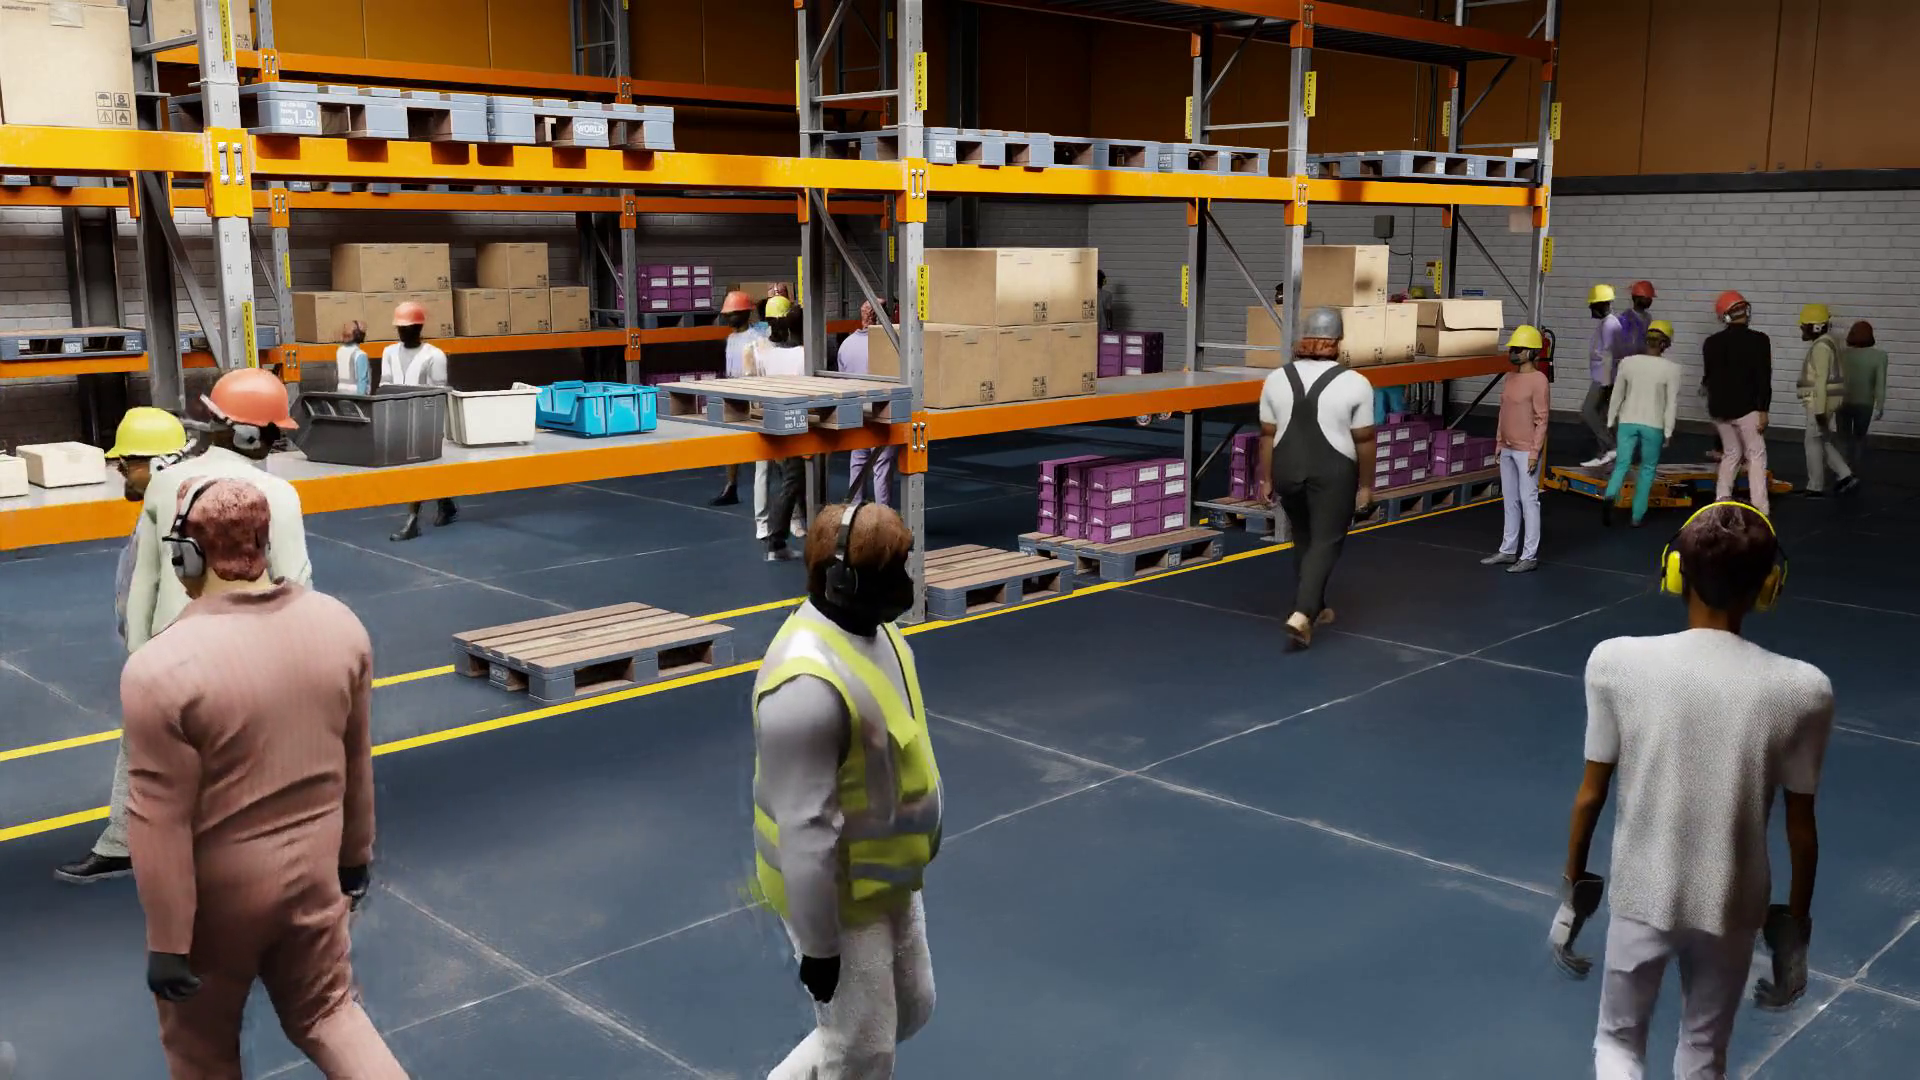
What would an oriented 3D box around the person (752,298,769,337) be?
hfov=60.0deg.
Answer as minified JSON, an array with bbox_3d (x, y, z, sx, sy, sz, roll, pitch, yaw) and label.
[{"bbox_3d":[-2.275,-1.963,19.298,0.517,1.681,0.547,-9,14,-42],"label":"person"}]

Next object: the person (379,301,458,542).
[{"bbox_3d":[-4.360,-0.987,13.445,0.547,1.896,0.979,3,11,18],"label":"person"}]

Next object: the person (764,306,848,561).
[{"bbox_3d":[-1.152,-0.808,12.516,0.611,1.877,0.954,10,14,44],"label":"person"}]

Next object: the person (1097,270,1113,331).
[{"bbox_3d":[2.152,-3.252,25.829,0.533,1.876,0.320,5,12,27],"label":"person"}]

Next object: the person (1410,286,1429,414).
[{"bbox_3d":[6.010,-2.477,21.962,0.493,1.743,0.295,-6,12,-30],"label":"person"}]

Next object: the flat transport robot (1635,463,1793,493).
[{"bbox_3d":[6.974,-0.579,15.628,1.431,0.197,0.652,-2,11,-8],"label":"flat transport robot"}]

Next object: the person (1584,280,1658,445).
[{"bbox_3d":[7.738,-2.072,19.376,0.551,1.902,0.929,-9,14,-40],"label":"person"}]

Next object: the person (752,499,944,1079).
[{"bbox_3d":[-0.287,0.799,3.881,0.497,1.822,0.647,2,11,12],"label":"person"}]

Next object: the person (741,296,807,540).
[{"bbox_3d":[-1.437,-0.970,13.238,0.586,1.930,0.357,-4,11,-22],"label":"person"}]

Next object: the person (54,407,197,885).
[{"bbox_3d":[-2.903,0.390,6.253,0.935,1.789,0.591,-8,13,-36],"label":"person"}]

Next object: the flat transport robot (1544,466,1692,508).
[{"bbox_3d":[5.992,-0.502,15.212,0.652,0.197,1.431,-2,11,-8],"label":"flat transport robot"}]

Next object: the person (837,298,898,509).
[{"bbox_3d":[-0.668,-0.973,13.320,0.648,1.907,0.409,9,14,40],"label":"person"}]

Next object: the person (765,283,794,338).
[{"bbox_3d":[-1.920,-1.799,17.841,0.407,1.902,0.639,0,10,-3],"label":"person"}]

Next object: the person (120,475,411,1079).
[{"bbox_3d":[-1.584,0.781,3.835,0.835,1.879,0.653,6,12,28],"label":"person"}]

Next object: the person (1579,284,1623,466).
[{"bbox_3d":[6.613,-1.681,17.174,0.431,1.907,0.593,4,11,22],"label":"person"}]

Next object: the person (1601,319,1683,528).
[{"bbox_3d":[5.500,-0.919,13.480,0.574,1.726,0.686,9,14,40],"label":"person"}]

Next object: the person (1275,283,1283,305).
[{"bbox_3d":[3.761,-2.024,19.183,0.316,1.861,0.514,0,10,0],"label":"person"}]

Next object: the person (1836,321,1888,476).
[{"bbox_3d":[8.612,-1.311,16.026,0.514,1.590,0.856,5,12,25],"label":"person"}]

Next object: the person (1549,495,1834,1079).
[{"bbox_3d":[1.586,0.832,3.650,0.540,1.842,0.535,4,11,20],"label":"person"}]

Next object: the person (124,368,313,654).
[{"bbox_3d":[-2.552,0.386,5.782,0.636,1.943,0.734,4,11,23],"label":"person"}]

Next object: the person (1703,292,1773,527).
[{"bbox_3d":[6.464,-1.076,13.814,0.404,1.936,0.692,-5,11,-25],"label":"person"}]

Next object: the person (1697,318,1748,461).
[{"bbox_3d":[8.060,-1.592,17.408,0.534,1.651,0.871,-1,10,-8],"label":"person"}]

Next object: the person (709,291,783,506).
[{"bbox_3d":[-1.883,-1.272,14.917,0.808,1.917,0.549,-10,14,-42],"label":"person"}]

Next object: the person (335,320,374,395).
[{"bbox_3d":[-5.822,-1.329,16.111,0.514,1.593,0.865,8,13,37],"label":"person"}]

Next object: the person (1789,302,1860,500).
[{"bbox_3d":[7.842,-1.250,15.122,0.574,1.803,0.619,7,13,34],"label":"person"}]

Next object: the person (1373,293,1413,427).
[{"bbox_3d":[4.372,-1.582,16.850,0.457,1.823,0.596,-7,13,-35],"label":"person"}]

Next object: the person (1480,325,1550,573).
[{"bbox_3d":[4.013,-0.652,11.943,0.308,1.772,0.525,-3,11,-14],"label":"person"}]

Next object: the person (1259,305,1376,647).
[{"bbox_3d":[2.106,-0.408,9.869,0.688,2.000,0.952,7,13,34],"label":"person"}]
